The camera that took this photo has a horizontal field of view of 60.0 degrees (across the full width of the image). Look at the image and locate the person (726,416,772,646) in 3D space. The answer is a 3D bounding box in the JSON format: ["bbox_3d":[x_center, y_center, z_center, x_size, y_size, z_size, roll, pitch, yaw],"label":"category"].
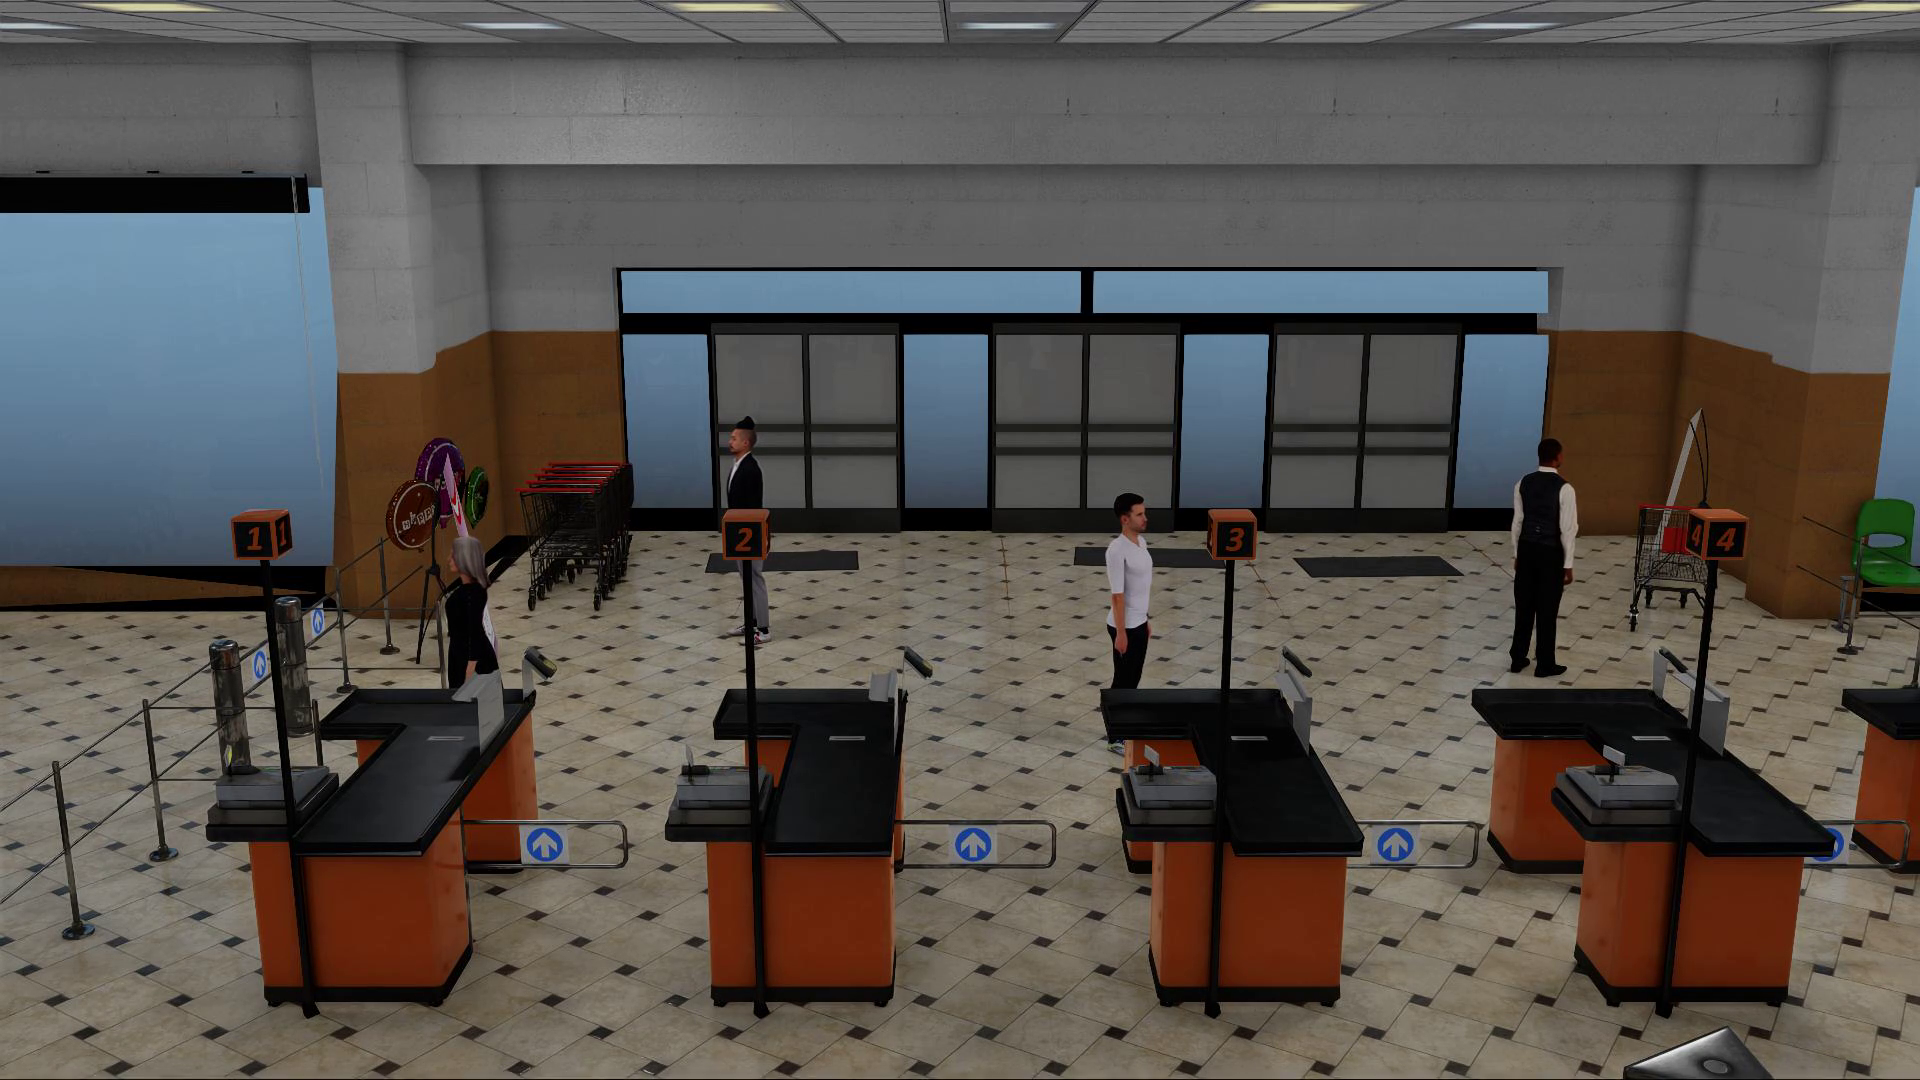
[{"bbox_3d":[-1.799,-0.087,14.164,0.849,1.949,0.684,-6,15,-23],"label":"person"}]

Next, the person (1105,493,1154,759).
[{"bbox_3d":[1.177,0.575,11.643,0.809,1.852,0.674,7,15,26],"label":"person"}]

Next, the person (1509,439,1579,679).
[{"bbox_3d":[4.654,0.134,13.320,0.827,1.919,0.761,-13,18,-42],"label":"person"}]

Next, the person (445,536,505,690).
[{"bbox_3d":[-3.181,0.820,10.854,0.738,1.747,0.625,-6,15,-22],"label":"person"}]
